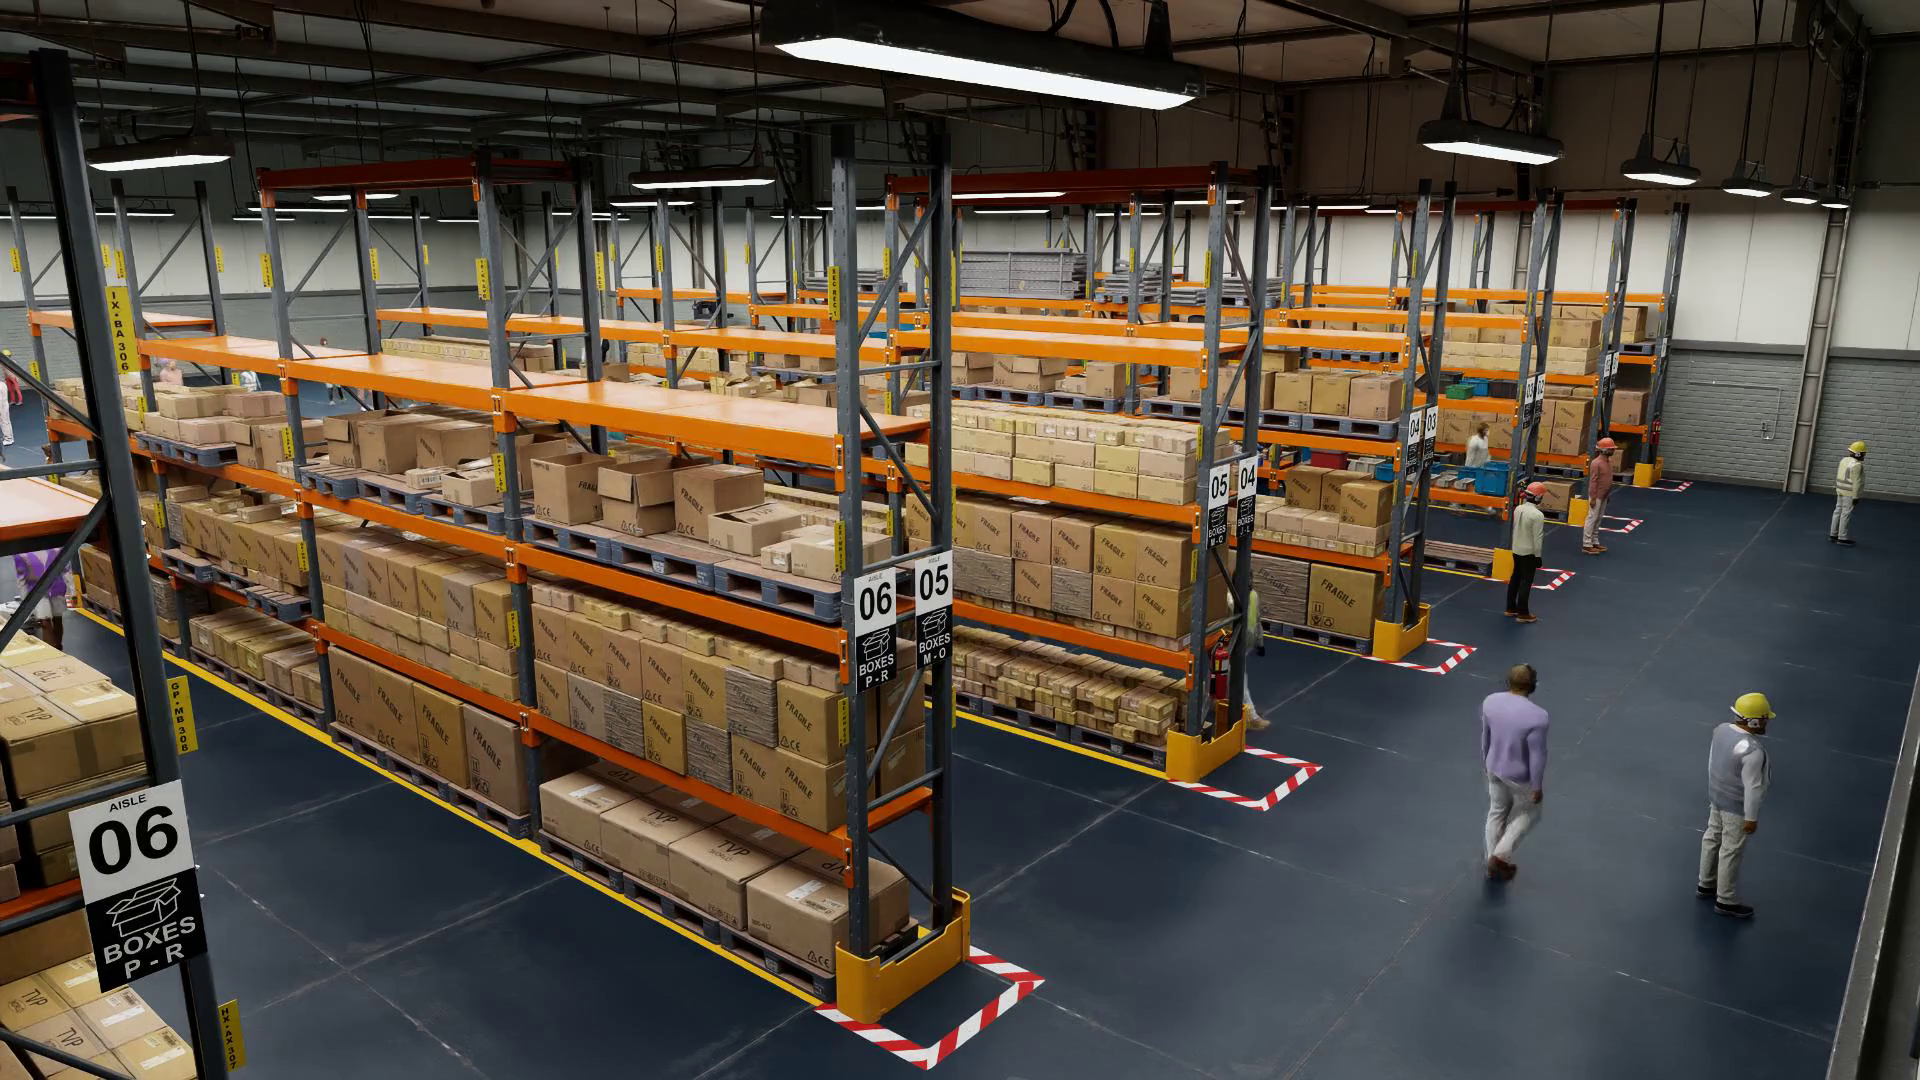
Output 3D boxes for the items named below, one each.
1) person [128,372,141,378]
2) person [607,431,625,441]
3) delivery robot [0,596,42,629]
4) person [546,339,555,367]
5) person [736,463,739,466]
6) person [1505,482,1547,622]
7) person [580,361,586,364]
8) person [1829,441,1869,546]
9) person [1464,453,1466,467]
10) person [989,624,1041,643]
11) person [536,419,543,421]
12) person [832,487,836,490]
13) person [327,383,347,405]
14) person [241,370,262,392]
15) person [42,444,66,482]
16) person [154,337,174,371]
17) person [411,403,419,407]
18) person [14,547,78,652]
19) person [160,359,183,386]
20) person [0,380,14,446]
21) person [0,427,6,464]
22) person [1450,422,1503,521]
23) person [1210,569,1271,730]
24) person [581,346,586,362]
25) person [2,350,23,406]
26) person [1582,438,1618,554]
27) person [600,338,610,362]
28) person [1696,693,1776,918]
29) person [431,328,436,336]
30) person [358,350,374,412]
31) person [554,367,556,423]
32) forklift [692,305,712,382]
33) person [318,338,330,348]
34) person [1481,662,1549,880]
[{"bbox_3d":[-23.533,-4.287,36.239,0.705,1.923,0.638,4,14,18],"label":"person"},{"bbox_3d":[-8.672,-3.094,31.546,0.484,1.827,0.592,-6,15,-24],"label":"person"},{"bbox_3d":[-12.842,1.003,17.240,0.707,0.478,0.477,6,15,22],"label":"delivery robot"},{"bbox_3d":[-15.294,-6.762,47.070,0.530,1.604,0.696,-8,16,-31],"label":"person"},{"bbox_3d":[-4.982,-2.035,27.021,0.474,1.906,0.604,4,14,17],"label":"person"},{"bbox_3d":[8.052,0.155,17.859,0.405,1.987,0.618,-2,14,-6],"label":"person"},{"bbox_3d":[-10.894,-4.262,36.431,0.533,1.799,0.957,1,14,5],"label":"person"},{"bbox_3d":[15.722,-0.836,22.249,0.403,1.830,0.600,2,14,9],"label":"person"},{"bbox_3d":[11.514,-2.344,28.267,0.619,1.939,0.459,-12,18,-41],"label":"person"},{"bbox_3d":[0.733,0.679,15.894,1.018,1.885,0.613,11,17,38],"label":"person"},{"bbox_3d":[-8.283,-1.642,25.141,0.629,2.033,0.447,-5,14,-18],"label":"person"},{"bbox_3d":[-2.567,-1.861,26.286,0.556,1.917,0.601,-8,16,-30],"label":"person"},{"bbox_3d":[-20.136,-5.197,40.532,0.556,1.651,0.845,-1,14,-4],"label":"person"},{"bbox_3d":[-21.395,-4.535,37.961,0.868,1.597,0.516,3,14,14],"label":"person"},{"bbox_3d":[-16.626,-0.969,23.201,0.514,1.640,0.311,7,15,28],"label":"person"},{"bbox_3d":[-28.266,-6.320,44.735,0.587,1.859,1.028,-11,18,-38],"label":"person"},{"bbox_3d":[-12.914,-2.707,30.097,0.410,1.750,0.559,-3,14,-13],"label":"person"},{"bbox_3d":[-11.426,0.693,15.816,0.930,1.896,0.570,13,19,43],"label":"person"},{"bbox_3d":[-22.508,-4.233,36.109,0.511,1.890,0.648,8,16,29],"label":"person"},{"bbox_3d":[-24.947,-3.418,32.716,0.409,1.907,0.651,-6,15,-24],"label":"person"},{"bbox_3d":[-19.885,-1.731,25.710,0.636,1.936,0.355,-11,18,-39],"label":"person"},{"bbox_3d":[9.983,-1.327,24.158,1.060,1.875,0.628,10,17,37],"label":"person"},{"bbox_3d":[3.129,1.182,14.013,0.637,1.794,0.966,-11,17,-38],"label":"person"},{"bbox_3d":[-13.222,-6.320,44.795,0.966,1.831,0.608,8,16,31],"label":"person"},{"bbox_3d":[-30.403,-5.194,40.319,0.534,1.765,0.323,2,14,9],"label":"person"},{"bbox_3d":[10.987,-0.768,21.626,0.622,1.995,0.376,-12,18,-40],"label":"person"},{"bbox_3d":[-13.886,-7.410,48.949,0.536,2.000,0.681,1,14,2],"label":"person"},{"bbox_3d":[6.266,2.102,10.161,0.404,1.834,0.591,1,14,4],"label":"person"},{"bbox_3d":[-21.566,-7.840,51.473,0.498,1.634,0.280,-1,14,-2],"label":"person"},{"bbox_3d":[-18.345,-4.898,38.854,0.731,1.881,0.668,11,17,38],"label":"person"},{"bbox_3d":[-10.652,-3.589,33.262,0.441,1.977,0.657,-7,15,-26],"label":"person"},{"bbox_3d":[-9.511,-7.392,47.124,1.873,2.768,1.129,11,17,38],"label":"forklift"},{"bbox_3d":[-23.648,-6.735,46.979,0.678,1.607,0.513,5,15,19],"label":"person"},{"bbox_3d":[4.651,1.951,10.585,0.436,1.924,0.662,-6,15,-25],"label":"person"}]
